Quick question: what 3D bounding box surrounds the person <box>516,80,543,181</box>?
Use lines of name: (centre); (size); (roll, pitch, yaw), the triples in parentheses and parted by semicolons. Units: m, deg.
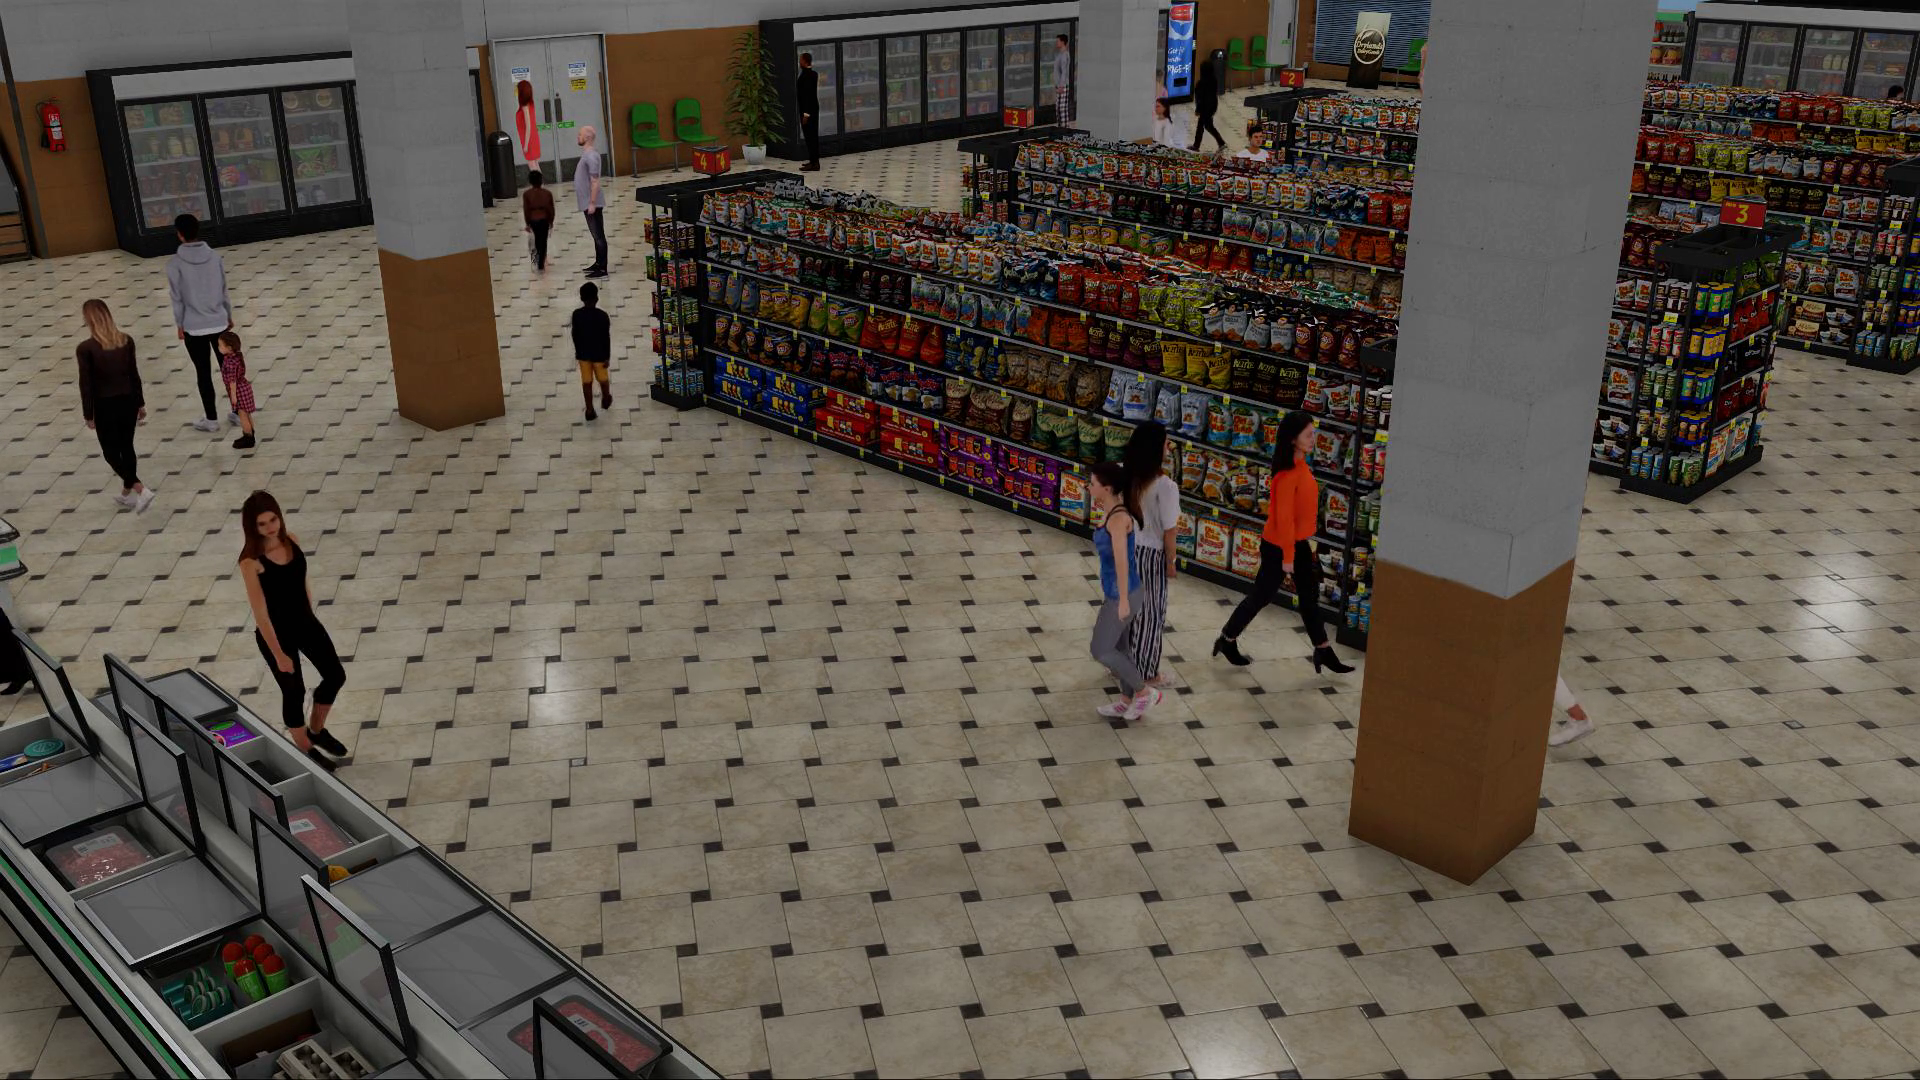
person: (-6.407, -5.922, 24.806); (0.729, 1.828, 0.654); (-1, 22, -4)

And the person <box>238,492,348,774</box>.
person: (-3.682, 0.510, 8.966); (0.705, 1.703, 0.700); (7, 23, 18)

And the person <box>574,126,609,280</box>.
person: (-4.506, -4.146, 20.371); (0.819, 1.838, 0.702); (-6, 23, -14)

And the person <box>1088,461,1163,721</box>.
person: (0.986, 0.329, 9.570); (0.838, 1.588, 0.774); (1, 22, 3)

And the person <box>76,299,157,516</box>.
person: (-6.429, -0.988, 12.715); (1.025, 1.686, 0.752); (14, 26, 31)

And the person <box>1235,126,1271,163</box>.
person: (3.621, -4.244, 20.681); (0.732, 1.788, 0.728); (-7, 23, -16)

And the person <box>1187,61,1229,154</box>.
person: (4.417, -7.562, 29.216); (1.140, 1.582, 0.760); (14, 26, 32)

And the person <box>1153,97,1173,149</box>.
person: (2.978, -5.532, 24.064); (0.896, 1.658, 1.036); (-10, 24, -24)

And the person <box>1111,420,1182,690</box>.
person: (1.099, 0.083, 10.052); (0.737, 1.684, 0.550); (-19, 28, -38)

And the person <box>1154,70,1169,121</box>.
person: (3.157, -6.834, 27.326); (1.093, 1.640, 0.895); (11, 24, 25)

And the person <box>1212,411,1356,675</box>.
person: (1.879, 0.056, 10.099); (1.200, 1.699, 0.939); (7, 23, 16)

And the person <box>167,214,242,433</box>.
person: (-6.683, -1.929, 14.740); (0.563, 1.923, 0.672); (18, 28, 38)

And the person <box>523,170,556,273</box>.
person: (-5.239, -3.942, 20.699); (0.861, 1.215, 0.956); (-2, 22, -5)

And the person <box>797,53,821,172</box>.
person: (-2.516, -7.142, 27.740); (0.829, 1.904, 0.801); (3, 22, 7)

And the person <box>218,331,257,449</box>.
person: (-6.247, -1.307, 14.400); (0.556, 1.021, 0.487); (-3, 22, -8)

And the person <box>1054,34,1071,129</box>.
person: (1.941, -8.631, 31.517); (0.749, 1.850, 0.682); (-1, 22, -2)

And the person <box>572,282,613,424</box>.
person: (-3.333, -1.667, 15.000); (0.854, 1.243, 0.920); (-1, 22, -1)
